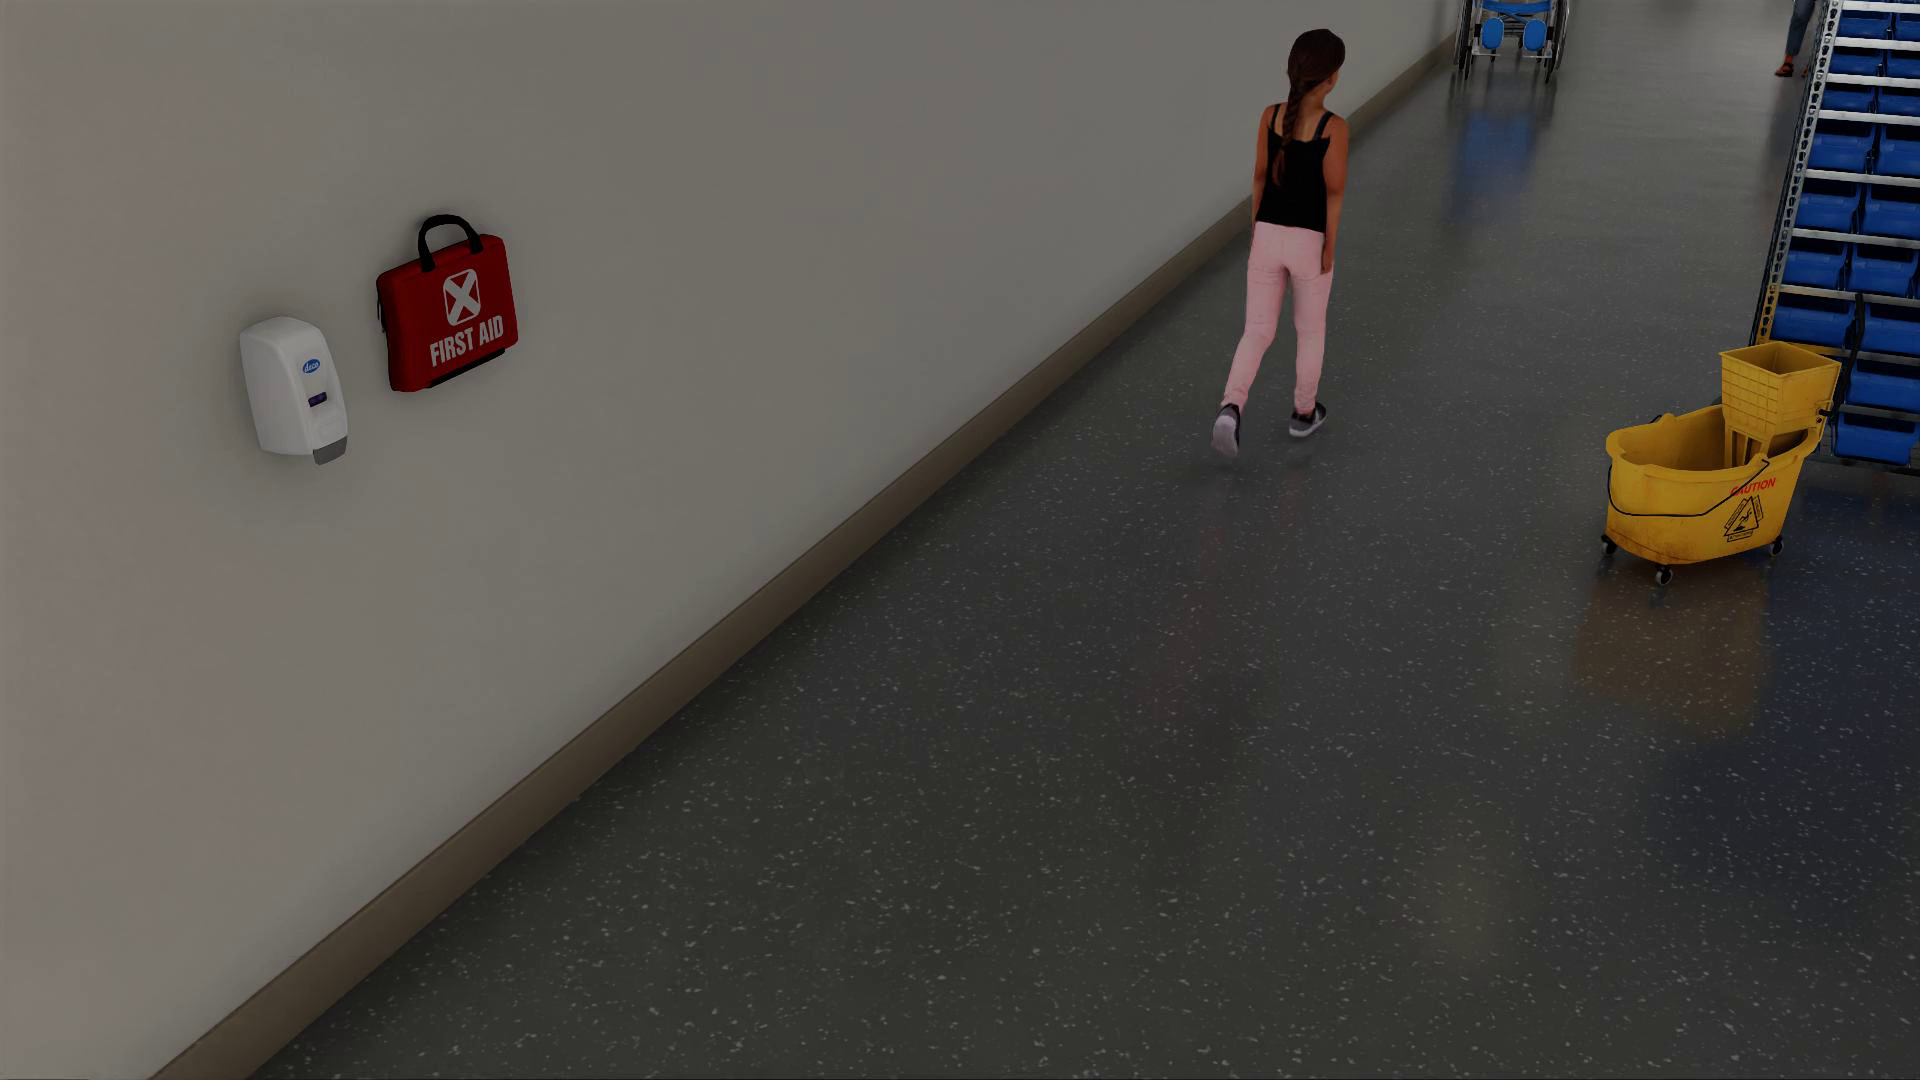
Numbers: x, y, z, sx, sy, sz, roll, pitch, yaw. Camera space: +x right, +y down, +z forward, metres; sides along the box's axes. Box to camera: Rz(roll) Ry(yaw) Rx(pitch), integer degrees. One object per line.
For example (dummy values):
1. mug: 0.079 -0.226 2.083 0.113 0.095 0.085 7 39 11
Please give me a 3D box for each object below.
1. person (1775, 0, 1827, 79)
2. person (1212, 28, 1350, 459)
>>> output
1. person: 6.840 -4.488 13.042 0.785 1.672 0.810 20 32 36
2. person: 1.170 -1.036 6.037 0.918 1.539 0.617 14 29 26
